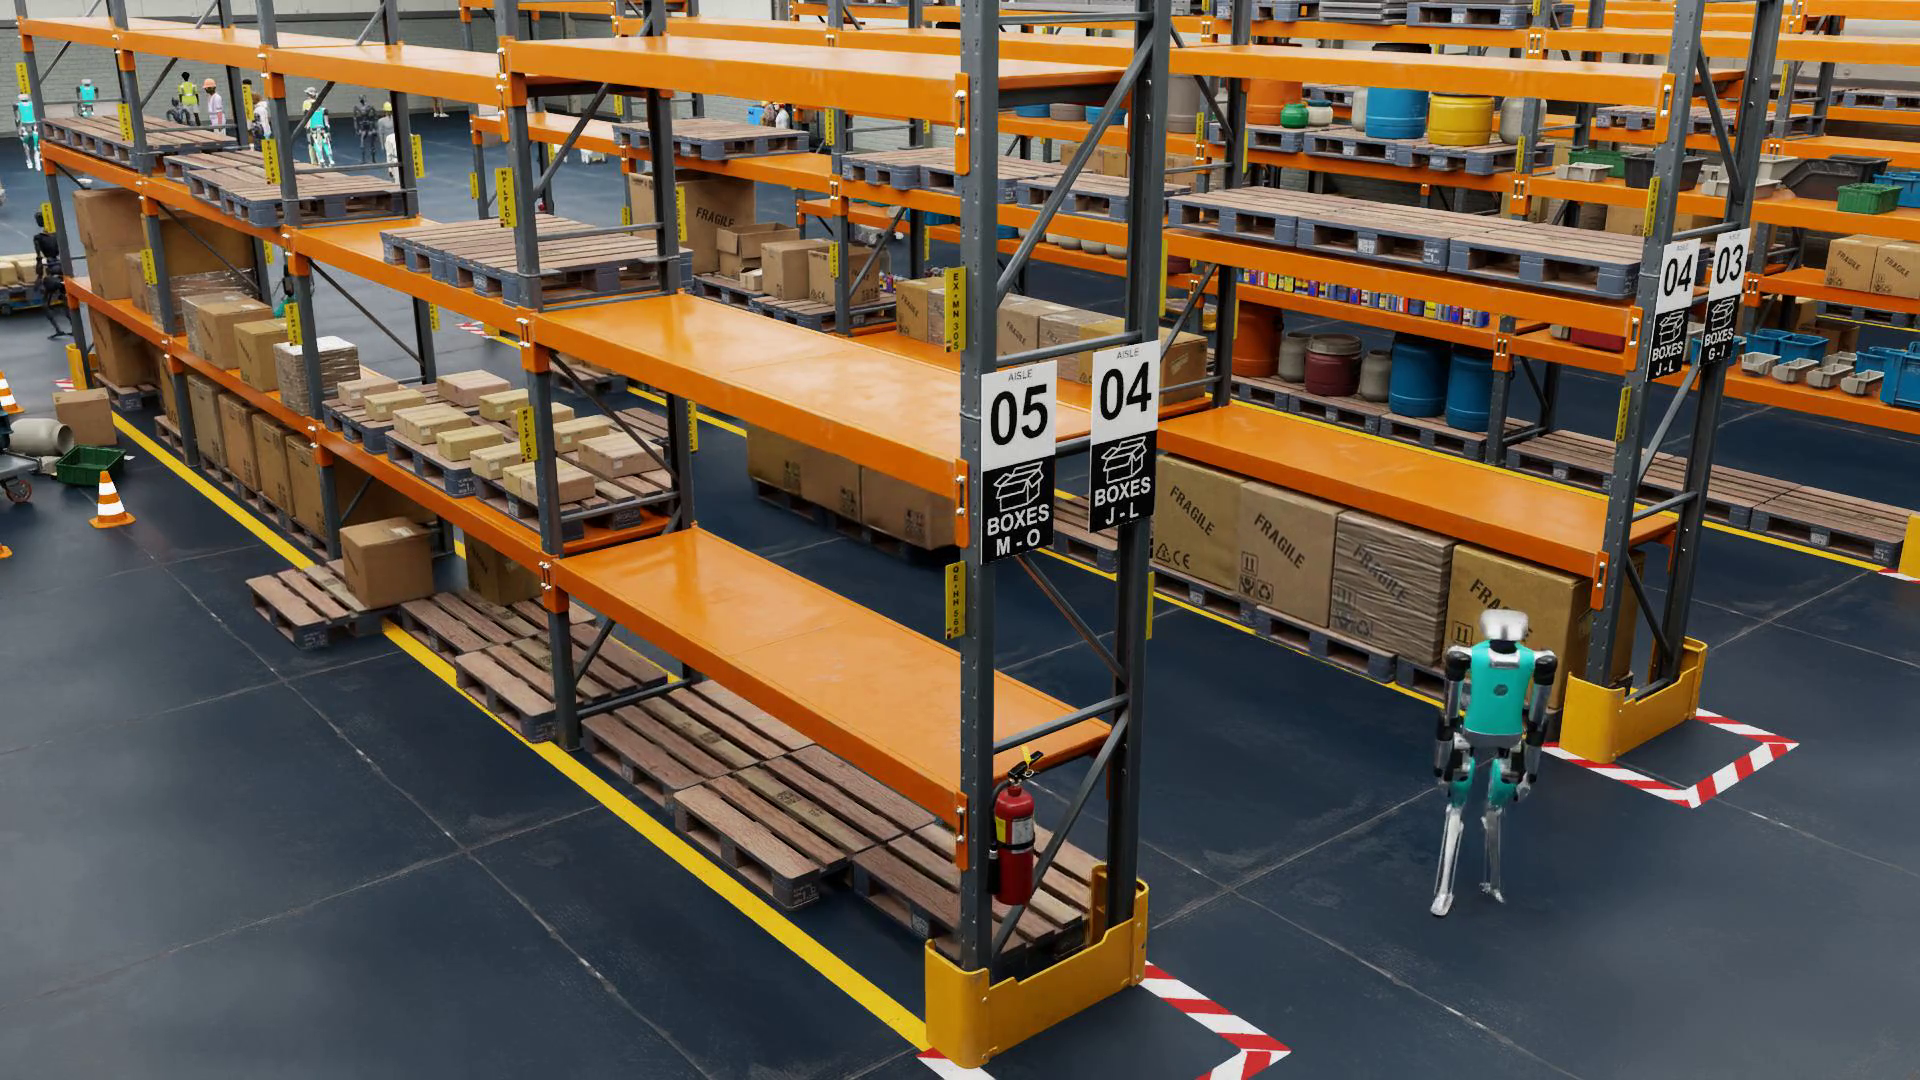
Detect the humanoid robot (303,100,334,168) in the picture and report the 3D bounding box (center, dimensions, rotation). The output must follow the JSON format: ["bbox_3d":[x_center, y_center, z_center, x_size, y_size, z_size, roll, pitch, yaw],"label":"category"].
[{"bbox_3d":[-14.072,-8.779,36.687,0.532,1.788,0.676,-14,24,-35],"label":"humanoid robot"}]

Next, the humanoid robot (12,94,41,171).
[{"bbox_3d":[-21.799,-9.542,38.901,0.554,1.774,0.959,-13,23,-34],"label":"humanoid robot"}]

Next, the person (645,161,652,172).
[{"bbox_3d":[-5.200,-6.011,28.510,0.376,1.958,0.597,0,19,0],"label":"person"}]

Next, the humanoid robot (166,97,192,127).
[{"bbox_3d":[-18.258,-9.532,38.938,0.491,1.637,0.609,18,26,41],"label":"humanoid robot"}]

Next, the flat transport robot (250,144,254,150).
[{"bbox_3d":[-16.211,-8.052,36.852,0.659,0.231,1.431,7,20,18],"label":"flat transport robot"}]

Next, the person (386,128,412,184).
[{"bbox_3d":[-10.545,-7.037,31.530,0.582,1.882,0.351,-3,20,-9],"label":"person"}]

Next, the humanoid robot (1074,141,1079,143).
[{"bbox_3d":[2.601,-7.592,33.321,0.542,1.796,0.665,14,24,35],"label":"humanoid robot"}]

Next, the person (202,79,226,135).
[{"bbox_3d":[-17.636,-9.890,39.435,0.398,2.035,0.598,-15,24,-37],"label":"person"}]

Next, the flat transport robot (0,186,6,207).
[{"bbox_3d":[-19.022,-6.322,31.930,0.659,0.231,1.431,-9,21,-23],"label":"flat transport robot"}]

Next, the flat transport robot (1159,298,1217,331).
[{"bbox_3d":[3.144,-3.081,22.705,0.659,0.231,1.431,-14,24,-34],"label":"flat transport robot"}]

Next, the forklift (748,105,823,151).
[{"bbox_3d":[-4.526,-11.368,42.374,1.129,2.768,1.873,-15,24,-37],"label":"forklift"}]

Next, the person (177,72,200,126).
[{"bbox_3d":[-21.664,-12.293,46.764,0.539,1.695,0.317,-13,23,-32],"label":"person"}]

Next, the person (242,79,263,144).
[{"bbox_3d":[-17.882,-10.710,42.023,0.798,1.853,0.383,0,19,-1],"label":"person"}]

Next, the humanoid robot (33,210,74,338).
[{"bbox_3d":[-11.799,-3.460,21.655,0.352,1.657,0.601,3,20,8],"label":"humanoid robot"}]

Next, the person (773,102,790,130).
[{"bbox_3d":[-3.883,-8.725,36.335,0.380,1.890,0.562,-4,20,-12],"label":"person"}]

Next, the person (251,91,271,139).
[{"bbox_3d":[-15.688,-9.127,37.431,0.350,1.914,0.502,-10,22,-27],"label":"person"}]

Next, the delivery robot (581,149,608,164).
[{"bbox_3d":[-8.889,-9.386,40.202,0.499,0.585,0.765,-12,23,-31],"label":"delivery robot"}]

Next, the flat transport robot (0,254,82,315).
[{"bbox_3d":[-13.339,-3.392,23.590,0.659,0.231,1.431,16,25,38],"label":"flat transport robot"}]

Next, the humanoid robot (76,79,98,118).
[{"bbox_3d":[-22.804,-11.186,43.545,0.563,1.729,0.936,-11,22,-29],"label":"humanoid robot"}]

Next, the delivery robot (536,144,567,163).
[{"bbox_3d":[-9.832,-9.336,40.102,0.499,0.614,0.815,7,21,20],"label":"delivery robot"}]

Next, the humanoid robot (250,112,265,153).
[{"bbox_3d":[-14.849,-8.209,35.193,0.639,1.638,0.590,-1,19,-3],"label":"humanoid robot"}]

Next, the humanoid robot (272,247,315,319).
[{"bbox_3d":[-8.470,-3.145,20.757,0.867,1.845,0.547,5,20,13],"label":"humanoid robot"}]

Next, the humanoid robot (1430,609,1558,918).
[{"bbox_3d":[2.676,1.109,8.584,0.530,1.789,0.798,3,20,7],"label":"humanoid robot"}]

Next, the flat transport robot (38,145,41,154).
[{"bbox_3d":[-23.082,-9.984,42.350,0.659,0.231,1.431,-10,21,-25],"label":"flat transport robot"}]

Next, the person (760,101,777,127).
[{"bbox_3d":[-4.270,-9.001,37.306,0.413,1.756,0.542,17,26,40],"label":"person"}]

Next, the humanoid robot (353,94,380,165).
[{"bbox_3d":[-14.136,-9.772,39.643,0.589,1.642,0.632,-3,20,-8],"label":"humanoid robot"}]

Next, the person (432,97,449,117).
[{"bbox_3d":[-16.257,-14.099,51.639,0.499,1.878,0.406,11,22,29],"label":"person"}]

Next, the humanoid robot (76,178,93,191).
[{"bbox_3d":[-12.252,-4.331,23.960,0.679,1.749,0.547,-9,21,-25],"label":"humanoid robot"}]

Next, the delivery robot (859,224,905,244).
[{"bbox_3d":[-1.378,-5.480,29.127,0.812,0.611,0.499,-16,25,-38],"label":"delivery robot"}]

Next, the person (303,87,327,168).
[{"bbox_3d":[-14.998,-9.532,38.621,0.533,1.893,0.405,13,23,33],"label":"person"}]

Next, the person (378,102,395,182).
[{"bbox_3d":[-12.508,-8.757,36.618,0.530,1.743,0.610,-14,24,-34],"label":"person"}]
